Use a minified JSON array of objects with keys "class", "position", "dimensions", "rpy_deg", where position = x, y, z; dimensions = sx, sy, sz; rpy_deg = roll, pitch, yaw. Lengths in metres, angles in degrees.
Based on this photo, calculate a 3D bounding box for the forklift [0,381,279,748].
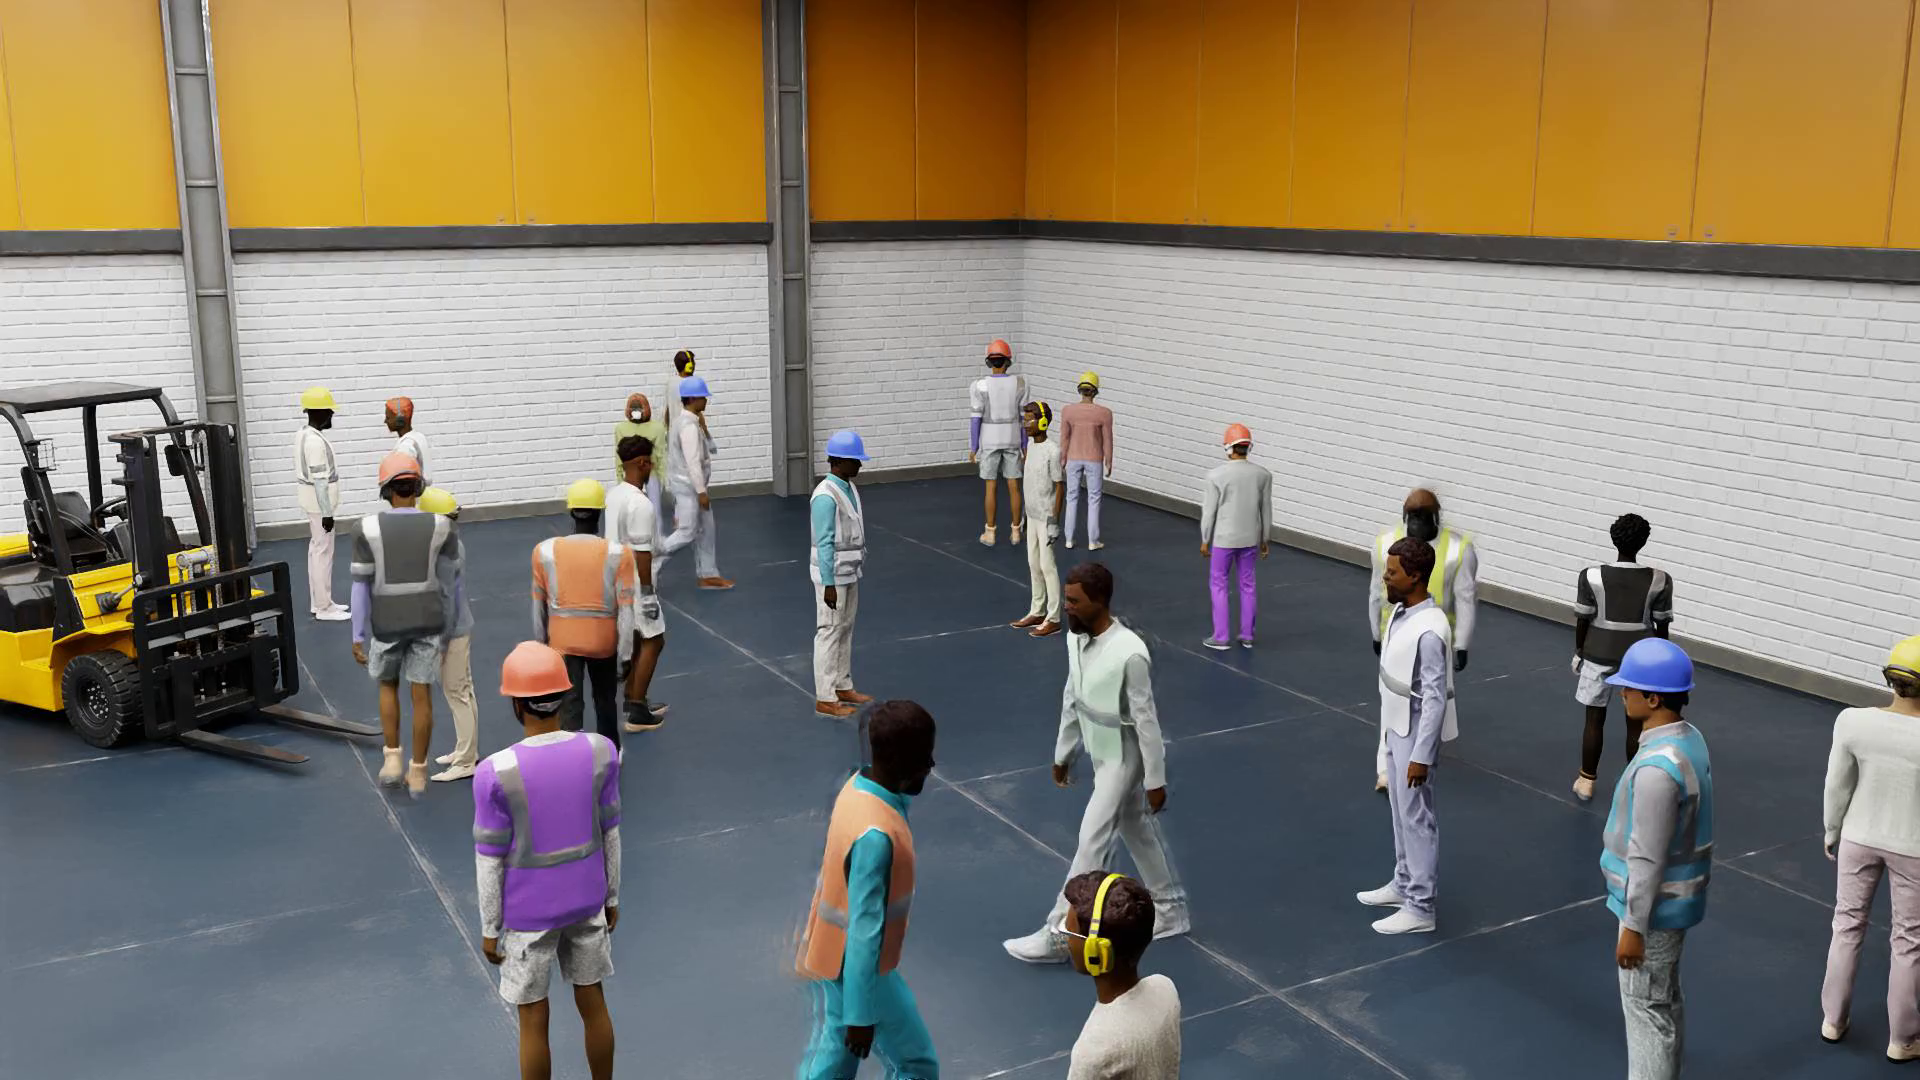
[{"class":"forklift","position":[-5.853,0.085,11.199],"dimensions":[2.313,2.155,1.214],"rpy_deg":[7,14,28]}]

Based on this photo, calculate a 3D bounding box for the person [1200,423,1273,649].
[{"class":"person","position":[2.126,-0.027,12.796],"dimensions":[0.579,1.738,0.389],"rpy_deg":[-5,13,-21]}]

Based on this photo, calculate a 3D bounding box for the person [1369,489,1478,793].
[{"class":"person","position":[2.717,0.584,9.826],"dimensions":[0.637,1.779,0.996],"rpy_deg":[4,13,20]}]

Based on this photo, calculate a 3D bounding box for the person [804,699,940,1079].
[{"class":"person","position":[-0.244,1.428,5.651],"dimensions":[0.757,1.871,0.705],"rpy_deg":[-1,12,-6]}]

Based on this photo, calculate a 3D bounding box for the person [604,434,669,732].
[{"class":"person","position":[-2.106,0.277,10.907],"dimensions":[0.436,1.940,0.617],"rpy_deg":[-7,14,-30]}]

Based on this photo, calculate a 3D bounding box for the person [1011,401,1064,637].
[{"class":"person","position":[0.631,-0.170,13.165],"dimensions":[0.310,1.868,0.534],"rpy_deg":[-6,13,-25]}]

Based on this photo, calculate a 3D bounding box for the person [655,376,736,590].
[{"class":"person","position":[-2.423,-0.470,14.463],"dimensions":[0.814,1.921,0.605],"rpy_deg":[-1,12,-6]}]

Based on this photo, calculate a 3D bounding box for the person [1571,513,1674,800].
[{"class":"person","position":[3.795,0.683,9.570],"dimensions":[0.541,1.696,0.316],"rpy_deg":[3,12,15]}]

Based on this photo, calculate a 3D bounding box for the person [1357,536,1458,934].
[{"class":"person","position":[2.161,0.924,7.920],"dimensions":[0.371,1.916,0.597],"rpy_deg":[0,12,2]}]

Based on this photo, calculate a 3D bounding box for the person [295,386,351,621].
[{"class":"person","position":[-5.218,-0.299,13.631],"dimensions":[0.371,1.925,0.595],"rpy_deg":[-6,14,-27]}]

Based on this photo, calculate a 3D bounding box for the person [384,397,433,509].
[{"class":"person","position":[-4.410,-0.217,13.372],"dimensions":[0.350,1.879,0.577],"rpy_deg":[-1,12,-6]}]

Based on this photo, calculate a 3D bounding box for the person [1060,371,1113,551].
[{"class":"person","position":[1.238,-0.768,16.243],"dimensions":[0.531,1.755,0.343],"rpy_deg":[4,13,17]}]

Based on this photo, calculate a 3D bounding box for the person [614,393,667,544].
[{"class":"person","position":[-3.001,-0.583,15.681],"dimensions":[0.494,1.623,0.290],"rpy_deg":[0,12,2]}]

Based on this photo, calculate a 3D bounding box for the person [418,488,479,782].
[{"class":"person","position":[-3.077,0.563,9.971],"dimensions":[0.314,1.768,0.527],"rpy_deg":[-2,12,-10]}]

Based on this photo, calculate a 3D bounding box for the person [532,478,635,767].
[{"class":"person","position":[-2.171,0.581,9.637],"dimensions":[0.604,1.881,0.971],"rpy_deg":[-1,12,-6]}]

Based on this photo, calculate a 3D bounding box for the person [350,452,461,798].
[{"class":"person","position":[-3.227,0.493,9.727],"dimensions":[0.635,2.005,0.560],"rpy_deg":[-5,13,-23]}]

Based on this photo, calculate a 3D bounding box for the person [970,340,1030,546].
[{"class":"person","position":[0.389,-0.956,16.450],"dimensions":[0.606,2.039,0.395],"rpy_deg":[-2,12,-9]}]

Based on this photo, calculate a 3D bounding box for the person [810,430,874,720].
[{"class":"person","position":[-0.798,0.228,11.143],"dimensions":[0.415,1.939,0.605],"rpy_deg":[3,12,14]}]

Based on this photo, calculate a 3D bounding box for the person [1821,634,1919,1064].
[{"class":"person","position":[3.803,1.244,6.779],"dimensions":[0.323,1.767,0.533],"rpy_deg":[-12,17,-43]}]

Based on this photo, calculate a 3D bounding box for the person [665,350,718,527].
[{"class":"person","position":[-2.757,-1.060,17.395],"dimensions":[0.696,1.849,0.526],"rpy_deg":[-9,15,-38]}]

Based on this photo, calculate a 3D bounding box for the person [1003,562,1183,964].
[{"class":"person","position":[0.628,1.015,7.619],"dimensions":[0.998,1.858,0.600],"rpy_deg":[-4,13,-20]}]

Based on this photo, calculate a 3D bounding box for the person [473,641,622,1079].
[{"class":"person","position":[-1.499,1.314,6.072],"dimensions":[0.544,1.930,0.388],"rpy_deg":[-9,15,-35]}]

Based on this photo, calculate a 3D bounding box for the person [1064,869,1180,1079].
[{"class":"person","position":[0.393,1.737,4.259],"dimensions":[0.328,1.861,0.500],"rpy_deg":[6,14,27]}]

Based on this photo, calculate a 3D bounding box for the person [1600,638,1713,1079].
[{"class":"person","position":[2.515,1.308,6.086],"dimensions":[0.414,1.941,0.613],"rpy_deg":[7,14,30]}]
